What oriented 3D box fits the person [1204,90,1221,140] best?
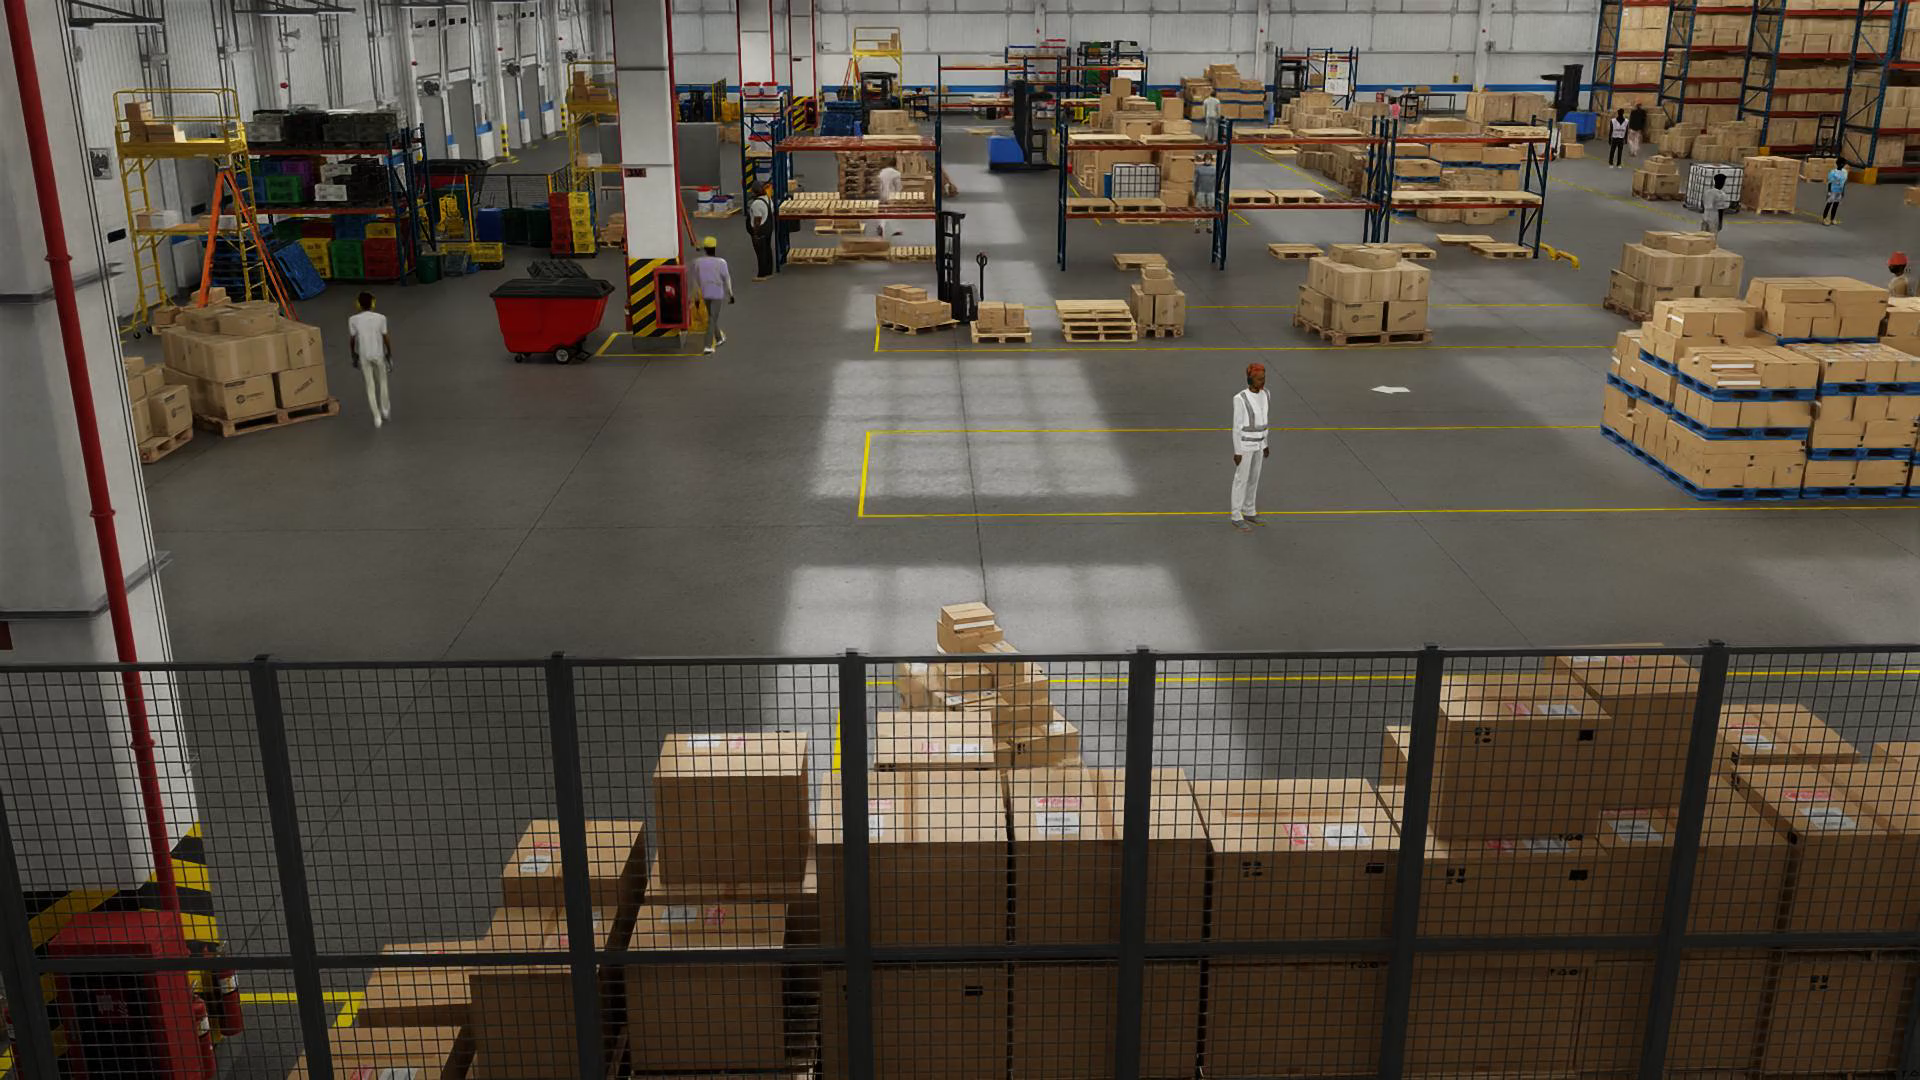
[{"bbox_3d":[9.560,-16.084,63.068,0.657,1.918,0.485,8,20,23],"label":"person"}]

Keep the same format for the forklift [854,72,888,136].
[{"bbox_3d":[-3.003,-15.007,58.391,1.129,2.768,1.873,-6,20,-18],"label":"forklift"}]

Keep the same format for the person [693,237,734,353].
[{"bbox_3d":[-4.083,-4.053,27.454,0.592,1.876,1.008,7,20,19],"label":"person"}]

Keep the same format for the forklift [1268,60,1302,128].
[{"bbox_3d":[13.193,-17.912,67.008,1.129,2.768,1.873,-1,19,-1],"label":"forklift"}]

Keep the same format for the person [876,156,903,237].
[{"bbox_3d":[-1.693,-8.160,39.585,0.636,1.915,0.833,17,25,42],"label":"person"}]

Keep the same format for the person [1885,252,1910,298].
[{"bbox_3d":[14.321,-3.488,25.699,0.657,1.914,0.583,7,20,20],"label":"person"}]

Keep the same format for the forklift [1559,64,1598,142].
[{"bbox_3d":[23.205,-16.636,63.224,1.873,2.768,1.129,17,25,40],"label":"forklift"}]

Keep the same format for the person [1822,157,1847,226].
[{"bbox_3d":[21.848,-8.697,41.509,0.531,1.688,0.323,-7,20,-20],"label":"person"}]

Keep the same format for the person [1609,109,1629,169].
[{"bbox_3d":[21.408,-13.064,54.129,0.591,1.913,0.398,1,19,4],"label":"person"}]

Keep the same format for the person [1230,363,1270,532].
[{"bbox_3d":[3.237,-1.036,18.481,0.584,1.882,0.347,-18,25,-42],"label":"person"}]

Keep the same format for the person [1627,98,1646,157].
[{"bbox_3d":[23.366,-14.250,57.525,0.657,1.978,0.437,-4,19,-11],"label":"person"}]

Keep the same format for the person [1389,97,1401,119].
[{"bbox_3d":[15.656,-15.130,60.370,0.628,1.838,0.428,-8,20,-23],"label":"person"}]

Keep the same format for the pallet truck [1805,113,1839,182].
[{"bbox_3d":[26.403,-11.957,50.702,0.823,1.965,1.885,6,19,16],"label":"pallet truck"}]

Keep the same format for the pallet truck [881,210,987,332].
[{"bbox_3d":[-0.493,-4.759,29.349,1.885,1.965,0.823,-13,23,-34],"label":"pallet truck"}]

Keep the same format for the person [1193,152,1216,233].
[{"bbox_3d":[5.949,-8.397,40.233,0.632,1.940,0.372,-1,19,-2],"label":"person"}]

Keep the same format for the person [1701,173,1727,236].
[{"bbox_3d":[16.152,-6.875,35.700,0.378,1.958,0.606,-4,19,-13],"label":"person"}]

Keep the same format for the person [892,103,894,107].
[{"bbox_3d":[-2.427,-14.906,59.927,0.446,1.689,0.538,17,25,41],"label":"person"}]

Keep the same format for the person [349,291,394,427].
[{"bbox_3d":[-8.136,-2.538,23.019,0.557,1.826,0.939,-5,19,-16],"label":"person"}]

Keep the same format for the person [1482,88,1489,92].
[{"bbox_3d":[20.196,-16.411,64.044,0.563,1.920,0.464,10,21,28],"label":"person"}]

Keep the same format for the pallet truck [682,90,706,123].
[{"bbox_3d":[-9.671,-15.907,62.421,0.823,1.965,1.885,5,19,15],"label":"pallet truck"}]

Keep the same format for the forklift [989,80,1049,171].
[{"bbox_3d":[1.889,-13.266,53.225,1.873,2.768,1.129,-1,19,-2],"label":"forklift"}]

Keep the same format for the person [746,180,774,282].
[{"bbox_3d":[-4.086,-6.286,33.814,0.535,2.000,0.685,7,20,19],"label":"person"}]
